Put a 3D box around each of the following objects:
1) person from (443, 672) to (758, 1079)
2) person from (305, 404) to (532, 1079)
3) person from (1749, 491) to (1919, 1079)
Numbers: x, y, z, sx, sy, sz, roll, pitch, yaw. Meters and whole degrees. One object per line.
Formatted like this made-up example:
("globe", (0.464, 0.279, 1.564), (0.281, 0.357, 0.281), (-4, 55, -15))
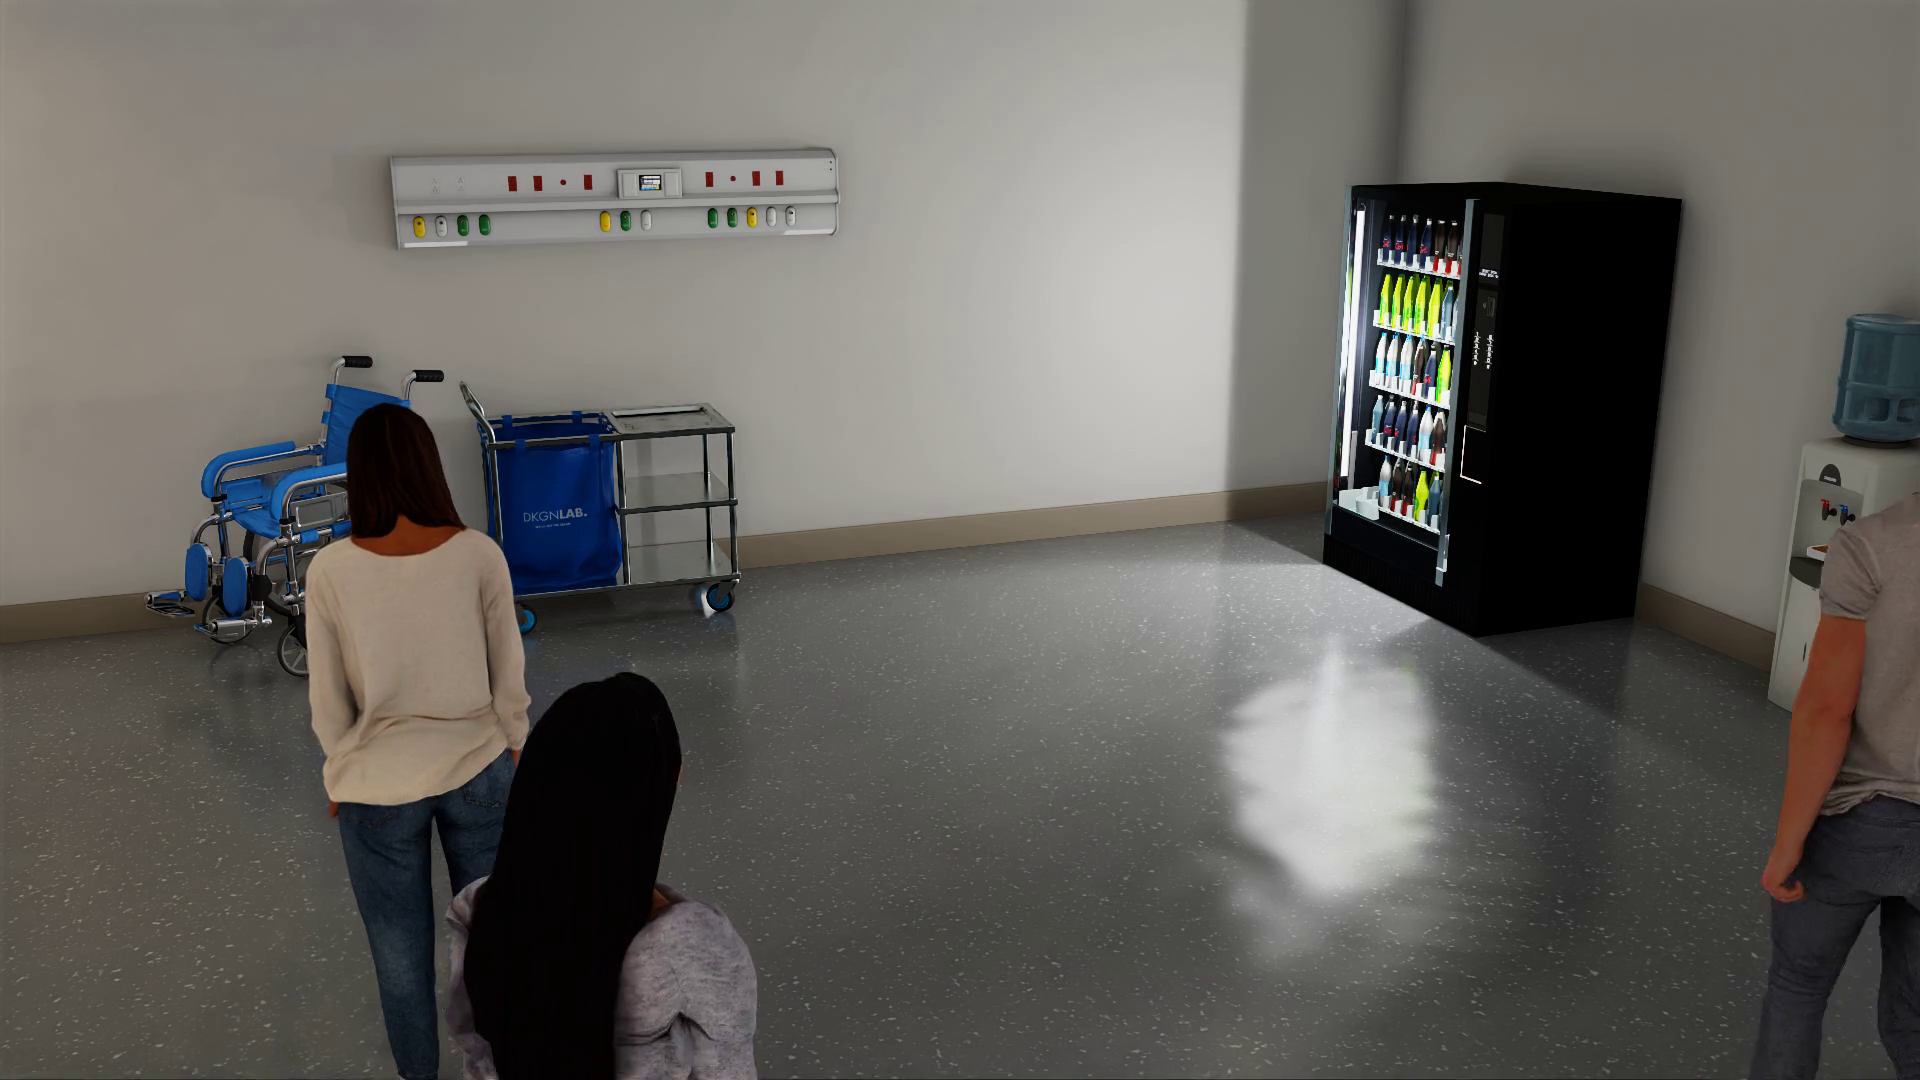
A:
("person", (-0.485, 1.001, 2.155), (0.997, 1.582, 1.117), (5, 16, 16))
("person", (-1.168, 0.530, 3.651), (0.605, 1.678, 0.533), (-5, 17, -18))
("person", (1.804, 0.595, 3.104), (1.024, 1.850, 1.294), (1, 16, 3))
